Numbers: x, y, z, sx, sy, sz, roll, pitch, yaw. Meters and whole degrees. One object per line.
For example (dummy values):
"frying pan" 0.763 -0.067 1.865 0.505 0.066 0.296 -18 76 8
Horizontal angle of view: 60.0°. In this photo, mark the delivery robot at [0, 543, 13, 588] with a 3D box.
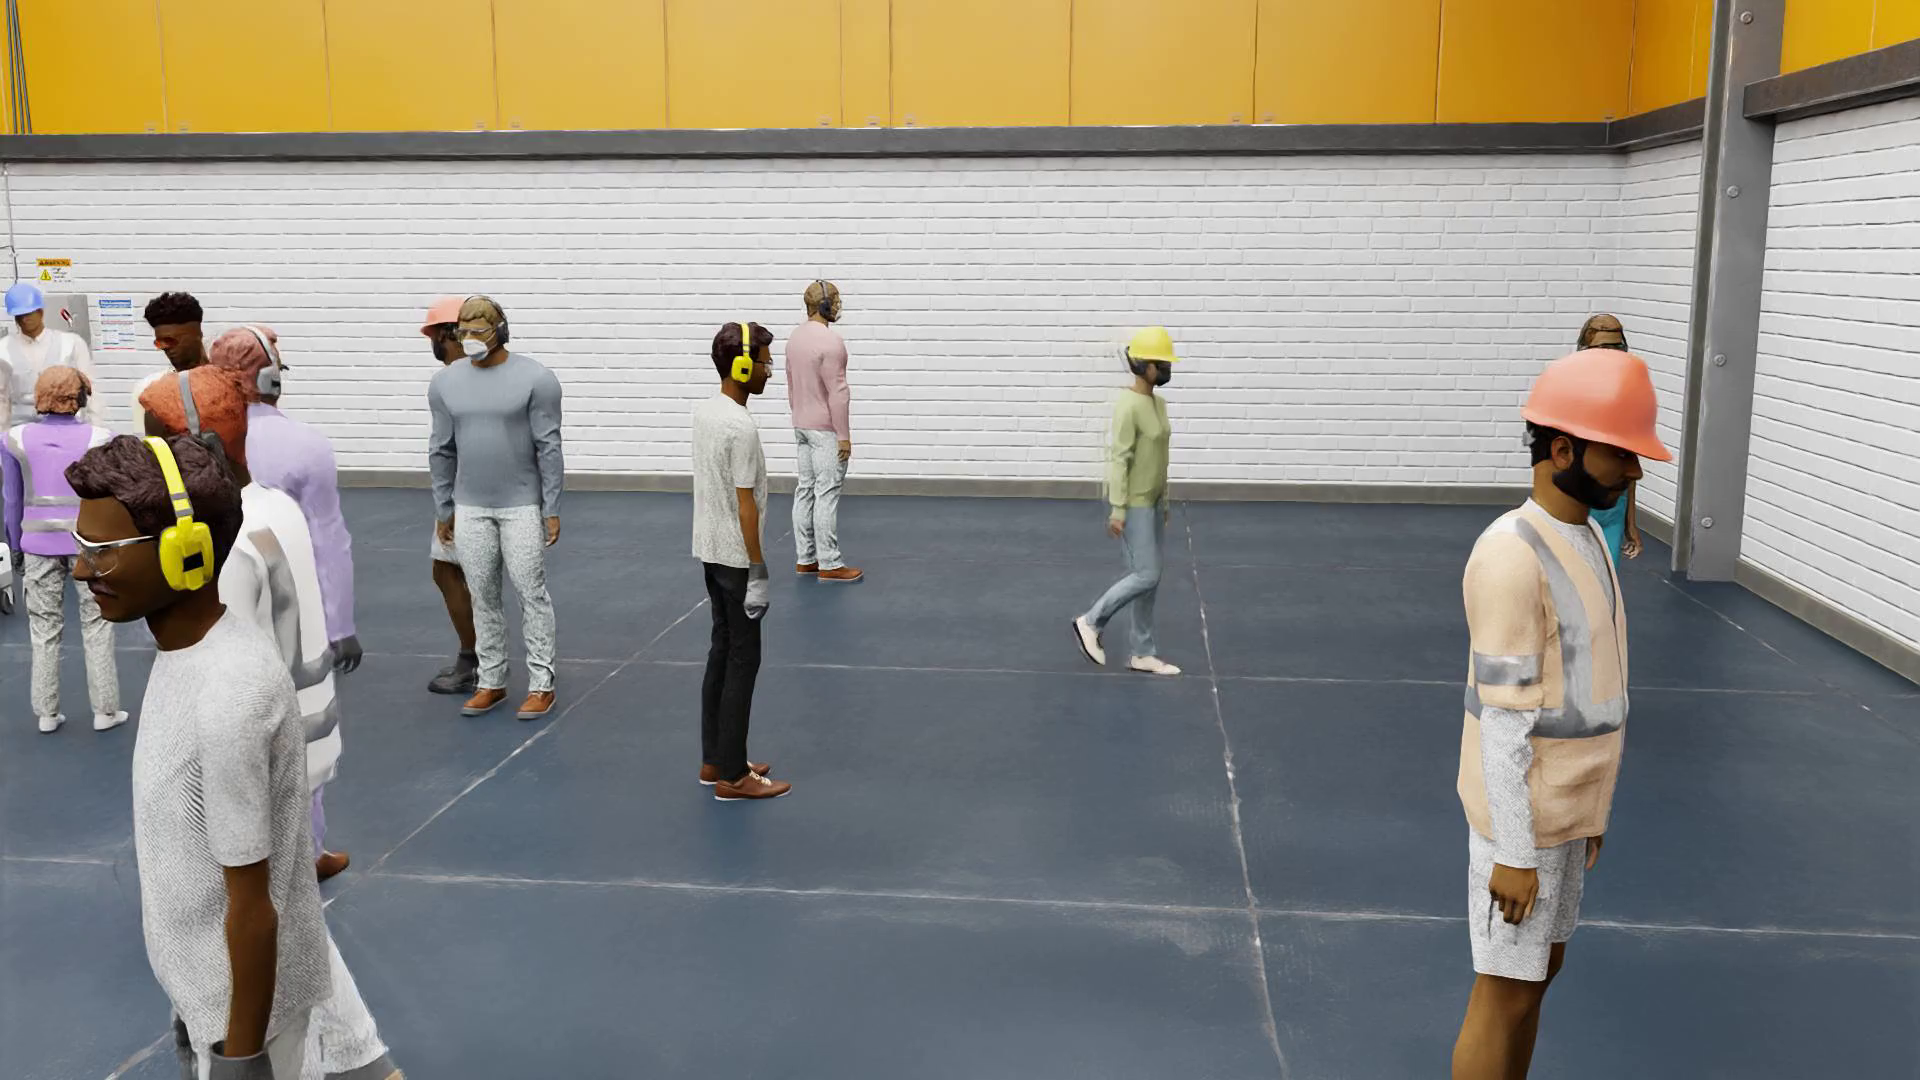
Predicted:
"delivery robot" -5.676 0.173 9.402 0.477 0.478 0.707 -1 10 -7

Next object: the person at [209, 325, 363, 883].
"person" -2.272 0.258 5.366 0.649 1.890 0.564 3 10 15

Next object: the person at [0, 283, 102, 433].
"person" -6.002 -0.738 10.977 0.623 1.919 0.684 -4 11 -21

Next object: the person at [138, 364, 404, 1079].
"person" -1.593 0.536 3.816 0.385 1.883 0.611 -2 10 -12

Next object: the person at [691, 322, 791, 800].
"person" -0.857 0.088 6.451 0.341 1.857 0.524 -5 11 -28

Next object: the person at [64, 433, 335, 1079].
"person" -1.162 0.753 2.629 0.320 1.860 0.519 -5 11 -26

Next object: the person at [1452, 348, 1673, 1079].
"person" 1.246 0.565 3.499 0.367 1.930 0.542 7 12 33

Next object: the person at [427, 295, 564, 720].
"person" -2.107 -0.143 7.572 0.635 1.928 0.383 1 10 8

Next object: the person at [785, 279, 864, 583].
"person" -0.885 -0.692 10.670 0.372 1.940 0.630 -7 12 -34

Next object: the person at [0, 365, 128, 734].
"person" -3.905 0.047 7.315 0.527 1.631 0.321 -2 10 -13

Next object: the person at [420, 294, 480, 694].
"person" -2.433 -0.230 8.095 0.388 1.924 0.579 0 10 2

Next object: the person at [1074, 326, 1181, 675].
"person" 0.875 -0.186 8.287 0.443 1.752 0.542 5 11 26
